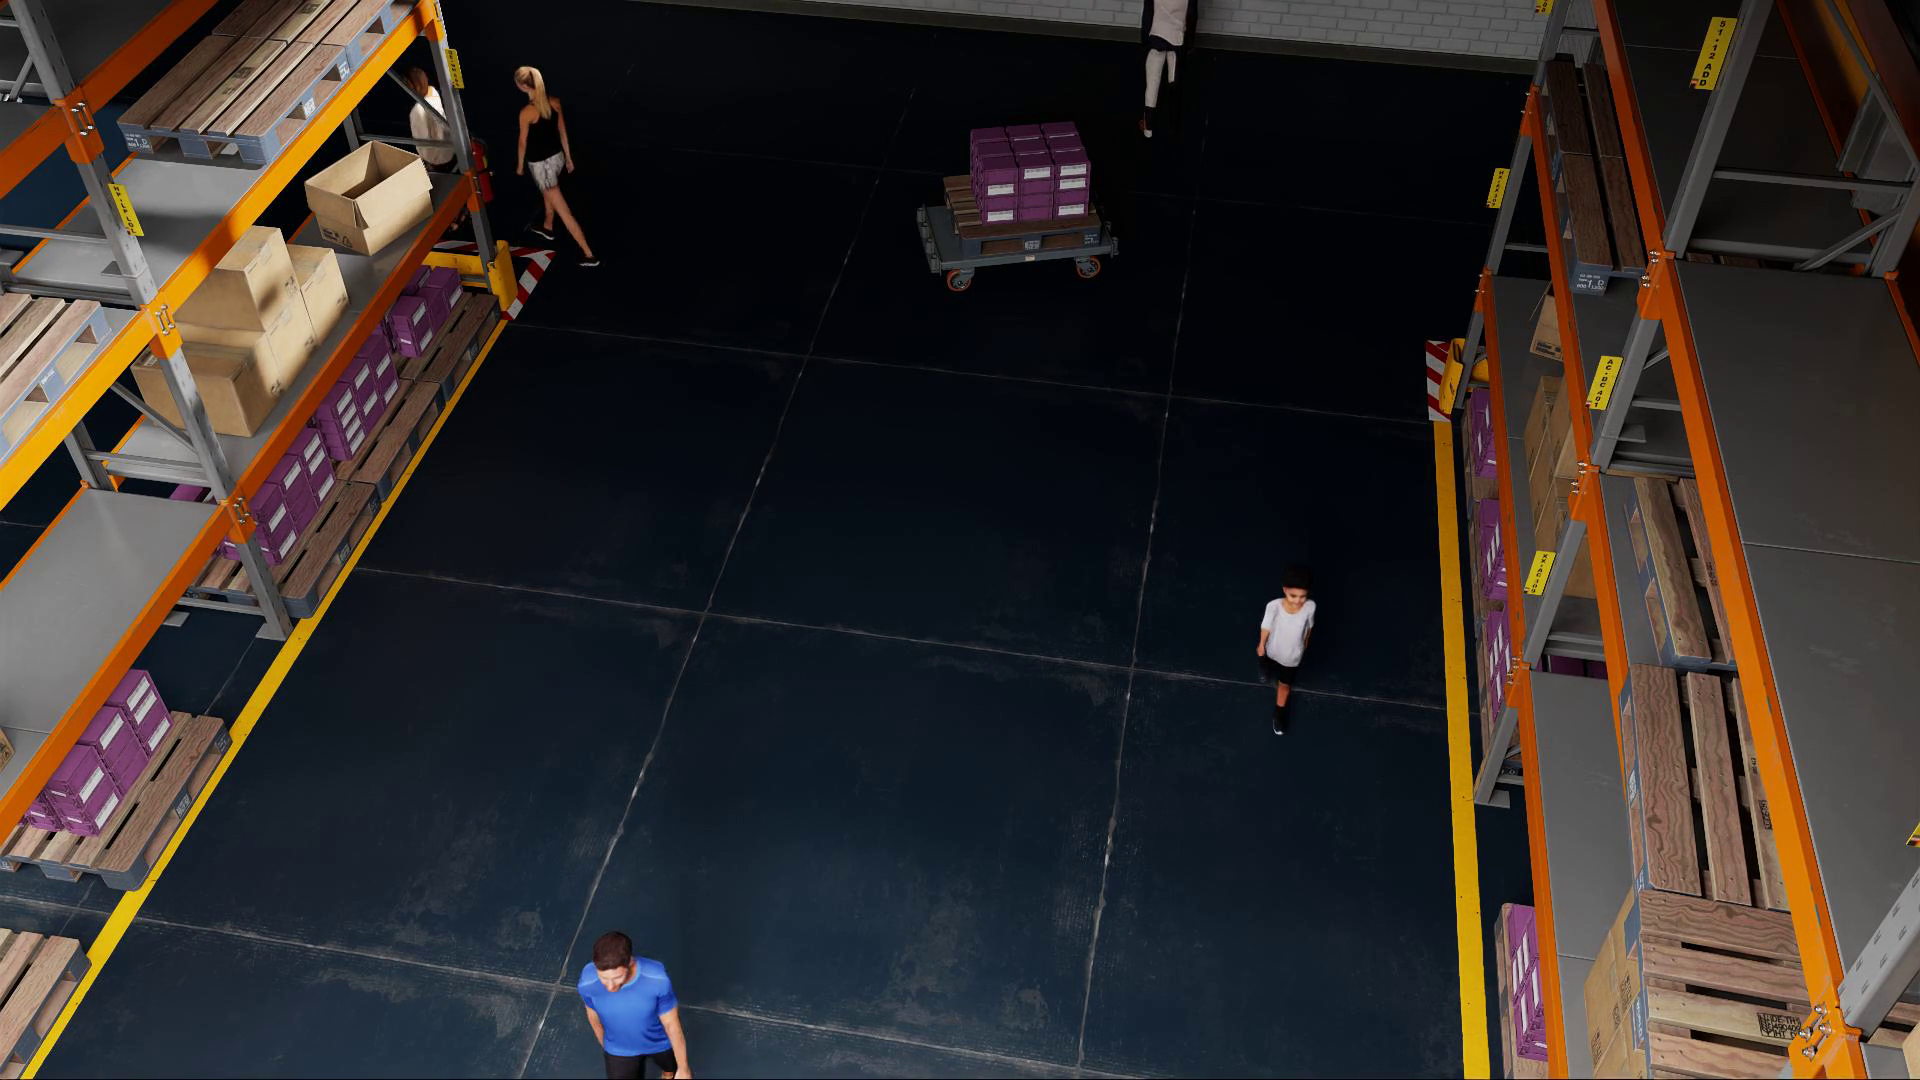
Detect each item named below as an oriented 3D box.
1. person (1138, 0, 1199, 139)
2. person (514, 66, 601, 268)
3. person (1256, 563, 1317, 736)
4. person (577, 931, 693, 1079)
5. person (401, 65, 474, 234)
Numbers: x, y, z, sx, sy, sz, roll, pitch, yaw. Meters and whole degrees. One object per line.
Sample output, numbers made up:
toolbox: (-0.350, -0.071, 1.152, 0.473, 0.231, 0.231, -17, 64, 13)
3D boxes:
person: (1.967, -4.721, 15.773, 0.710, 1.893, 0.633, 1, 44, 1)
person: (-3.461, -3.158, 14.204, 0.958, 1.794, 1.189, 26, 49, 25)
person: (2.073, 0.600, 10.660, 0.534, 1.242, 0.886, 4, 44, 4)
person: (-1.579, 2.417, 8.327, 0.845, 1.828, 1.187, -5, 44, -5)
person: (-4.483, -3.383, 14.534, 0.740, 1.664, 0.553, 5, 44, 5)
